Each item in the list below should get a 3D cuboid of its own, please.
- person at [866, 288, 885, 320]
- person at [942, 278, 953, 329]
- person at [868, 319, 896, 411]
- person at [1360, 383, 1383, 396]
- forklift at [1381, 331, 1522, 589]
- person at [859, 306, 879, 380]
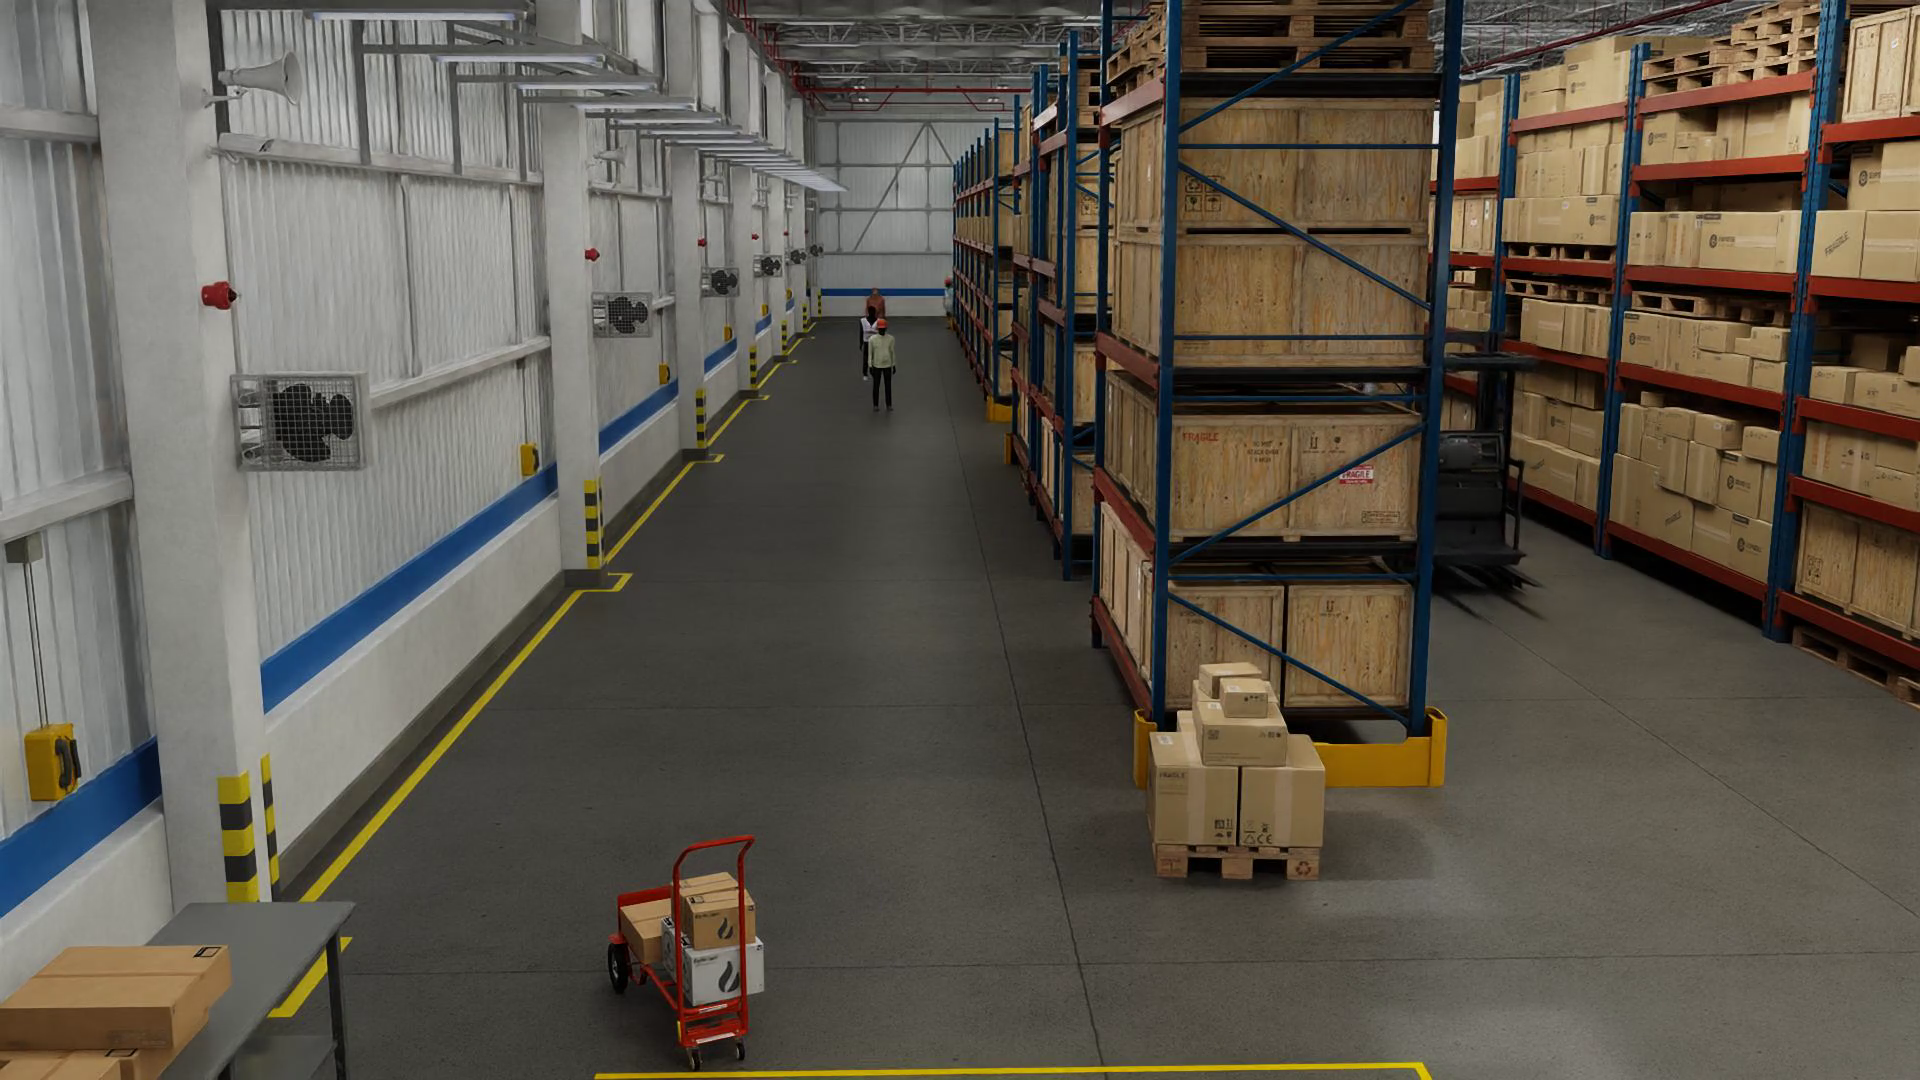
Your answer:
[{"bbox_3d":[-2.818,-7.497,55.560,0.649,1.858,0.993,0,11,0],"label":"person"},{"bbox_3d":[-0.453,-8.844,62.365,0.551,1.915,0.567,-7,13,-32],"label":"person"},{"bbox_3d":[-1.664,-3.755,35.725,0.618,1.986,0.407,-3,11,-16],"label":"person"},{"bbox_3d":[8.153,-3.207,33.316,0.899,1.817,0.559,-1,11,-3],"label":"person"},{"bbox_3d":[5.605,-0.984,18.971,1.129,2.768,1.873,0,11,-2],"label":"forklift"},{"bbox_3d":[-2.282,-5.048,42.658,0.600,1.907,0.397,-2,11,-10],"label":"person"}]
